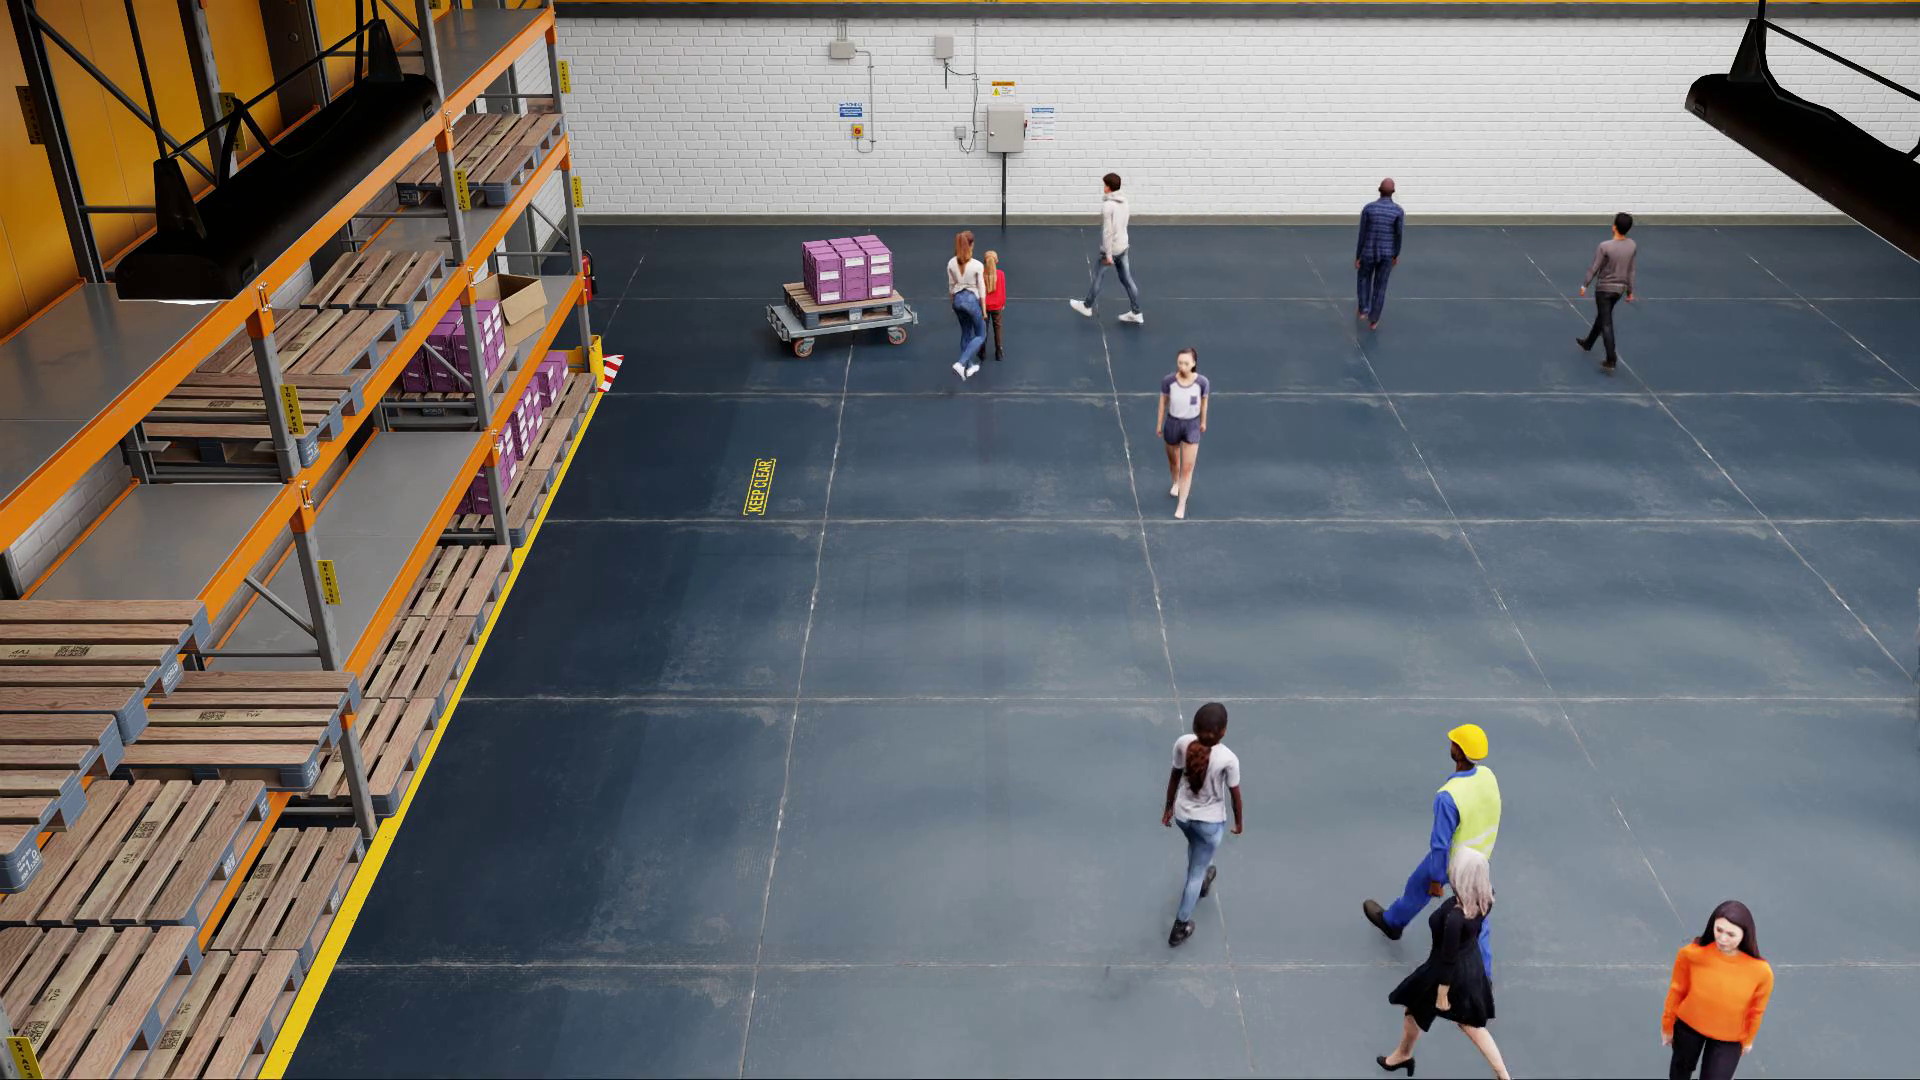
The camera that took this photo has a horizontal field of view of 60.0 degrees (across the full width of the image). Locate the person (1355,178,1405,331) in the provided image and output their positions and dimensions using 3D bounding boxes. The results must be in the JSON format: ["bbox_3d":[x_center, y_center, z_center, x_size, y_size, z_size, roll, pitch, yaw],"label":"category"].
[{"bbox_3d":[4.967,-3.374,19.742,0.749,1.801,0.853,4,29,8],"label":"person"}]

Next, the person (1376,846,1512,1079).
[{"bbox_3d":[2.790,2.455,9.147,1.108,1.713,1.084,24,37,37],"label":"person"}]

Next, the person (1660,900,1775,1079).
[{"bbox_3d":[4.009,2.583,8.912,0.971,1.714,1.145,16,32,27],"label":"person"}]

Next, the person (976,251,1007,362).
[{"bbox_3d":[0.349,-2.684,19.021,0.493,1.279,0.478,0,29,-1],"label":"person"}]

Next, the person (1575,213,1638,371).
[{"bbox_3d":[7.330,-2.751,18.680,0.861,1.725,1.196,-5,29,-8],"label":"person"}]

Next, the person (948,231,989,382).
[{"bbox_3d":[0.062,-2.541,18.309,0.882,1.710,1.000,17,33,28],"label":"person"}]

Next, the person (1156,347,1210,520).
[{"bbox_3d":[2.100,-1.064,15.714,0.791,1.603,1.111,7,29,13],"label":"person"}]

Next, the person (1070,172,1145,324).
[{"bbox_3d":[1.921,-3.438,19.855,1.203,1.805,1.244,19,34,31],"label":"person"}]

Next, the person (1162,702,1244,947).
[{"bbox_3d":[1.459,1.796,10.377,0.947,1.693,1.082,19,34,30],"label":"person"}]

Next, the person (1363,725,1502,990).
[{"bbox_3d":[3.056,1.964,9.997,1.053,1.762,1.286,-17,33,-28],"label":"person"}]
